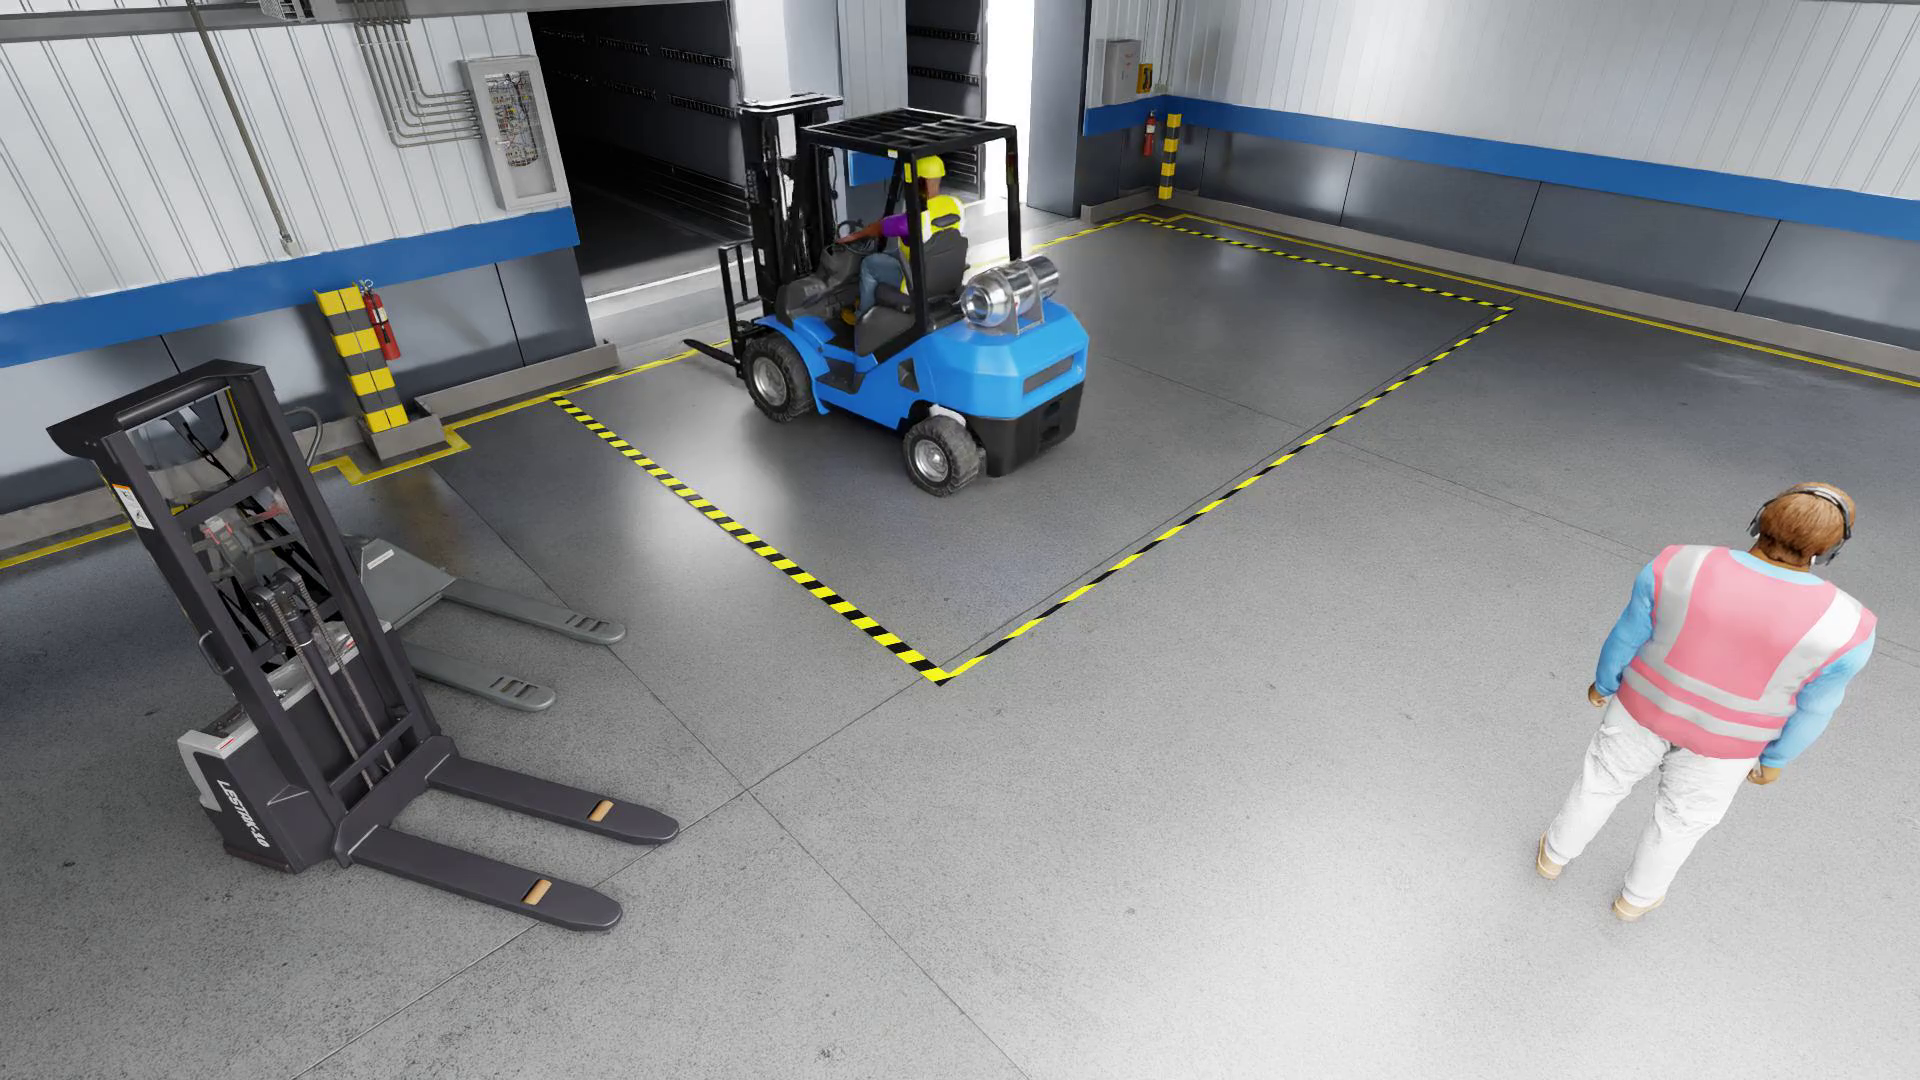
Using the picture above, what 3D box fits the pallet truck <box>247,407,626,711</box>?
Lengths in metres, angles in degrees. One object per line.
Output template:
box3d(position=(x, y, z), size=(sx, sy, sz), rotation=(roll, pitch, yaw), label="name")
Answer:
box3d(position=(-2.628, 0.038, 4.590), size=(1.601, 1.201, 0.680), rotation=(12, 36, 18), label="pallet truck")

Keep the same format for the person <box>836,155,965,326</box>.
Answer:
box3d(position=(-0.451, -2.039, 6.324), size=(1.004, 1.294, 0.635), rotation=(26, 42, 33), label="person")

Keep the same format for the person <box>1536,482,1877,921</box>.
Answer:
box3d(position=(2.553, 0.611, 3.212), size=(0.430, 1.845, 0.619), rotation=(-28, 43, -34), label="person")

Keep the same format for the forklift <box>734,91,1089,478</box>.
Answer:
box3d(position=(-0.411, -1.860, 6.393), size=(2.680, 2.036, 1.157), rotation=(26, 42, 33), label="forklift")

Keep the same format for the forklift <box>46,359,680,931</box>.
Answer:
box3d(position=(-2.135, 0.422, 3.354), size=(1.885, 1.965, 0.823), rotation=(10, 35, 14), label="forklift")
